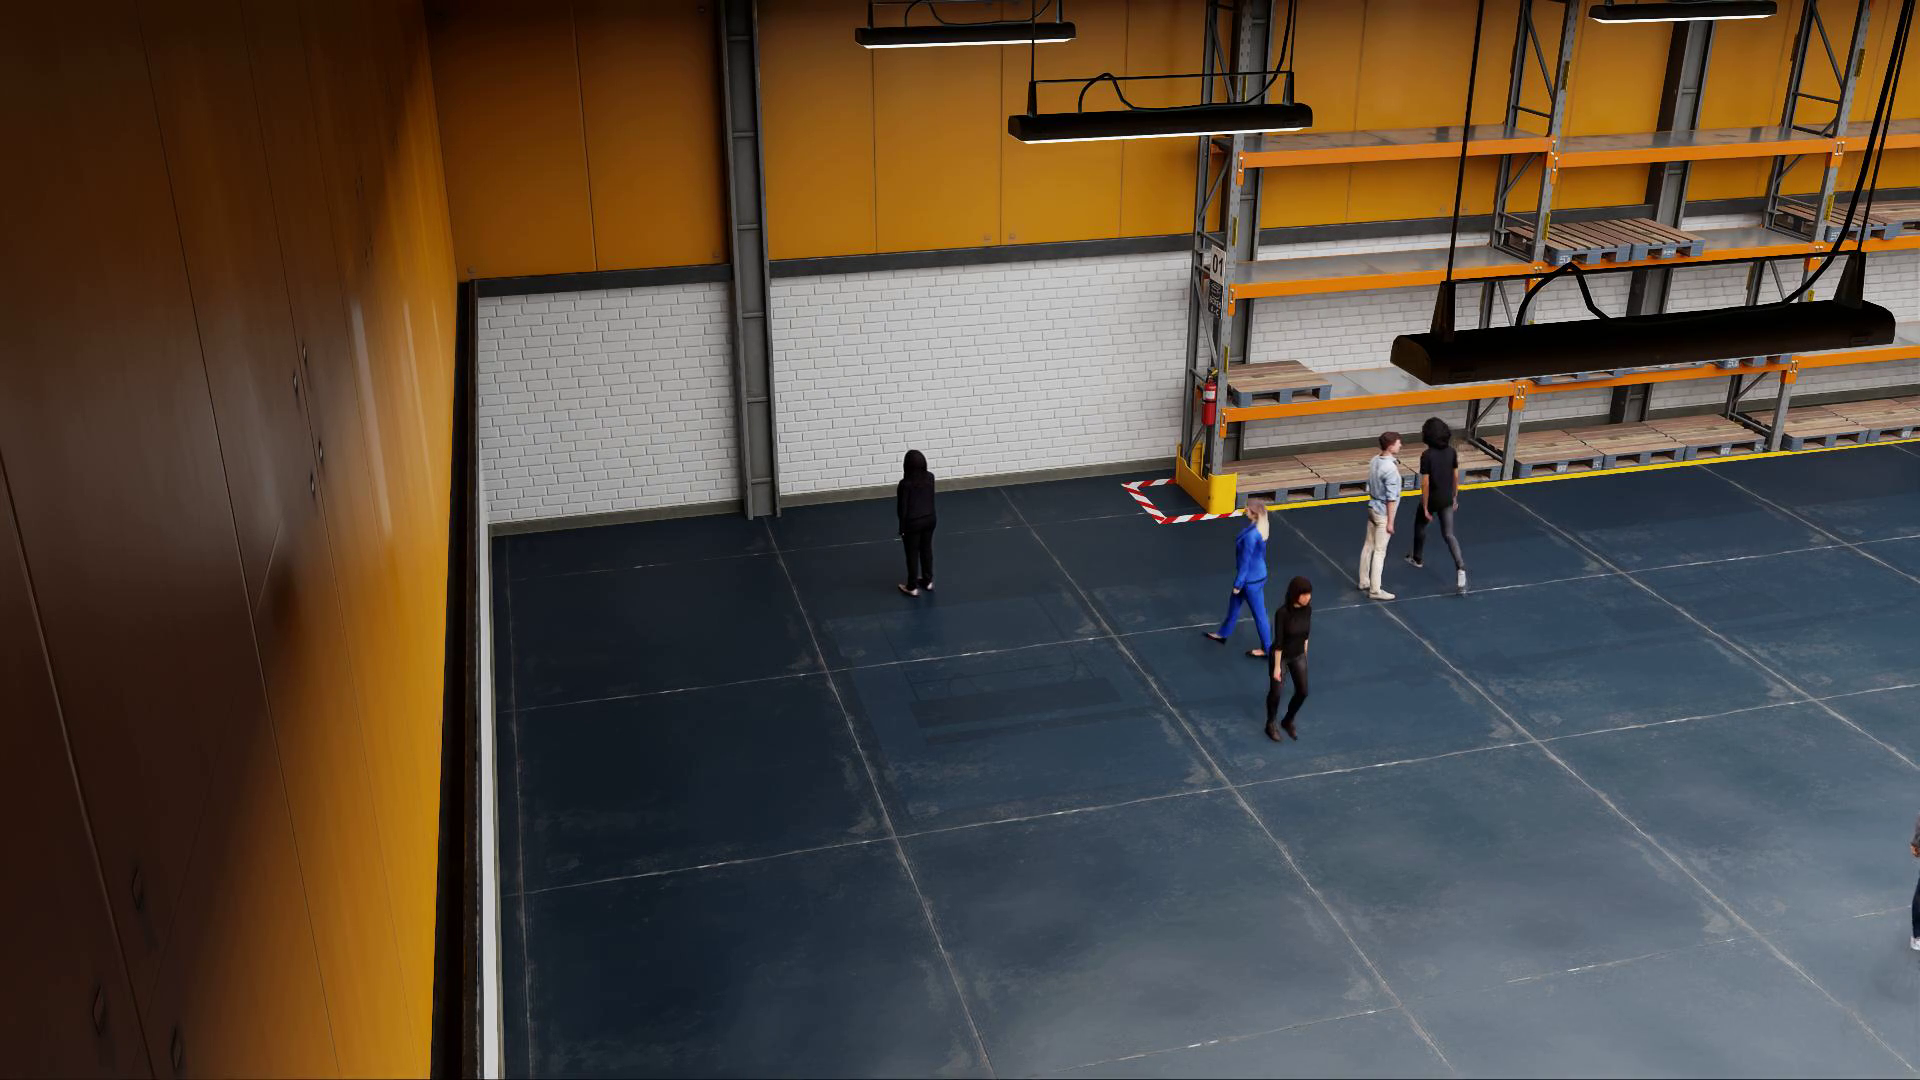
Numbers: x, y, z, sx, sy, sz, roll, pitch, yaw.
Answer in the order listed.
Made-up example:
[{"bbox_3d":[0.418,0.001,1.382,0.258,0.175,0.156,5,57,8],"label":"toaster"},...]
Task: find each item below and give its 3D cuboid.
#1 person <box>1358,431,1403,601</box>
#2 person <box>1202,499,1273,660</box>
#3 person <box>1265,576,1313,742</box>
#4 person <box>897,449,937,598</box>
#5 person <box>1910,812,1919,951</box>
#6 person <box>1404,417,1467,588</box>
[{"bbox_3d":[4.477,-0.287,17.707,0.575,1.847,0.662,-4,24,-9],"label":"person"},{"bbox_3d":[2.972,0.406,16.340,1.087,1.673,0.957,8,25,17],"label":"person"},{"bbox_3d":[2.899,1.033,14.967,0.546,1.624,0.672,-8,25,-17],"label":"person"},{"bbox_3d":[-0.450,-0.196,17.784,0.723,1.619,0.815,-22,32,-40],"label":"person"},{"bbox_3d":[7.093,2.277,11.994,0.855,1.726,0.793,-21,31,-40],"label":"person"},{"bbox_3d":[5.216,-0.365,17.996,1.161,1.760,0.752,-6,24,-14],"label":"person"}]
